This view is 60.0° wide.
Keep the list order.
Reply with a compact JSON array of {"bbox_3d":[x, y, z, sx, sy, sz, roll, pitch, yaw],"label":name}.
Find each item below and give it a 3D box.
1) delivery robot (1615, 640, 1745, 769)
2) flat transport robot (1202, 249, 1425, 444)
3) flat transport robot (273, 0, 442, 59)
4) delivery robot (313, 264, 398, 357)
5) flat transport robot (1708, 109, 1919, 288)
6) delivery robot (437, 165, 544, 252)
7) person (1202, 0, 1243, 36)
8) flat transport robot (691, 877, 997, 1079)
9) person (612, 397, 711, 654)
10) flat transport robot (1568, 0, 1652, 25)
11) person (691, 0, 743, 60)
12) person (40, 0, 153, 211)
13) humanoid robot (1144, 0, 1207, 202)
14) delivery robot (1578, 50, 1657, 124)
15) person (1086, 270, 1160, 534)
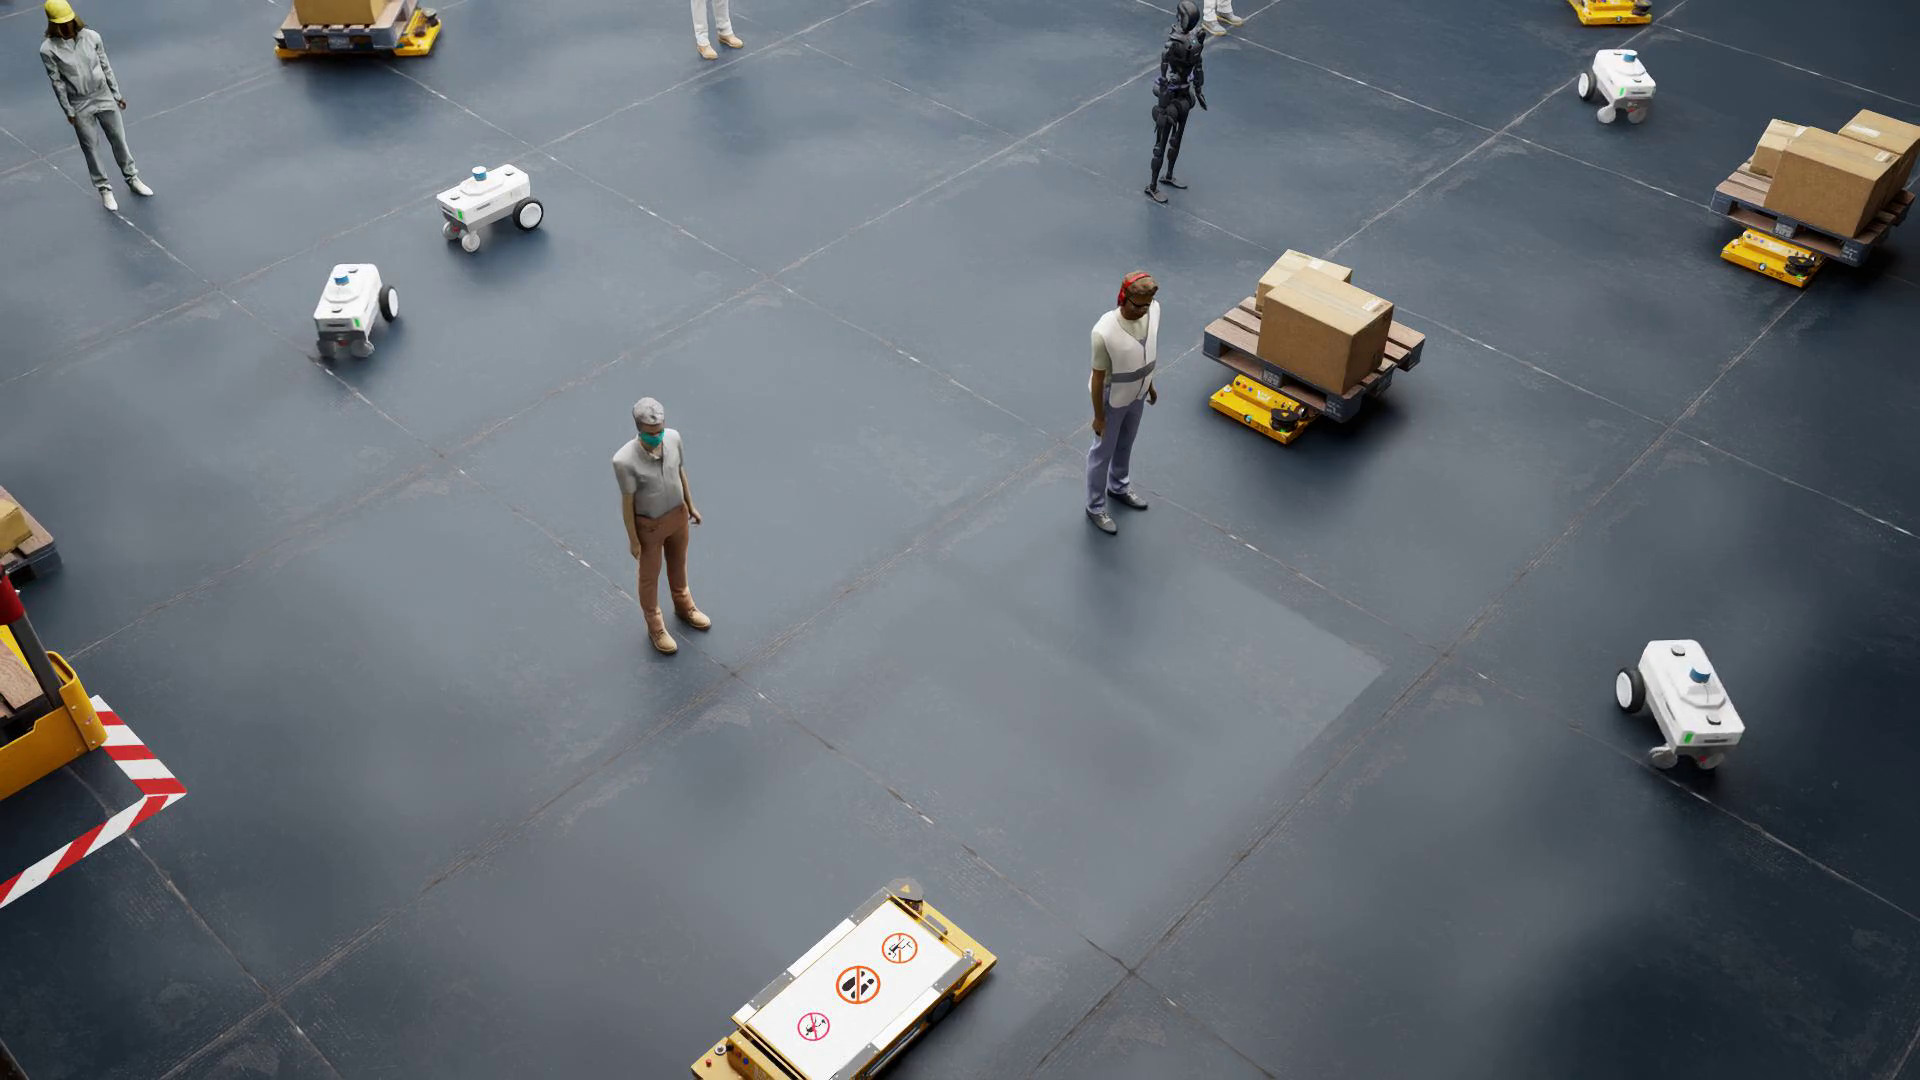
[{"bbox_3d":[4.048,0.900,9.318,0.523,0.603,0.774,-2,42,-2],"label":"delivery robot"},{"bbox_3d":[2.473,-1.204,11.864,0.659,0.231,1.431,32,51,30],"label":"flat transport robot"},{"bbox_3d":[-5.760,-4.857,15.925,1.431,0.231,0.659,-1,42,-1],"label":"flat transport robot"},{"bbox_3d":[-4.490,-1.719,12.229,0.523,0.603,0.774,-2,42,-2],"label":"delivery robot"},{"bbox_3d":[6.719,-2.492,13.295,0.659,0.231,1.431,32,51,30],"label":"flat transport robot"},{"bbox_3d":[-3.791,-2.710,13.303,0.499,0.566,0.739,32,51,30],"label":"delivery robot"},{"bbox_3d":[2.564,-5.746,15.706,0.354,1.883,0.572,32,51,31],"label":"person"},{"bbox_3d":[-0.540,2.262,8.012,0.659,0.231,1.431,32,51,30],"label":"flat transport robot"},{"bbox_3d":[-1.713,-0.105,9.545,0.320,1.738,0.482,32,51,31],"label":"person"},{"bbox_3d":[6.384,-5.572,16.719,0.659,0.231,1.431,-2,42,-2],"label":"flat transport robot"},{"bbox_3d":[-2.304,-5.393,15.350,0.430,1.837,0.620,32,51,31],"label":"person"},{"bbox_3d":[-6.944,-3.503,13.316,0.296,1.744,0.484,32,51,31],"label":"person"},{"bbox_3d":[1.760,-3.561,13.424,0.315,1.653,0.599,32,51,30],"label":"humanoid robot"},{"bbox_3d":[5.896,-4.090,14.864,0.523,0.603,0.774,-2,42,-2],"label":"delivery robot"},{"bbox_3d":[1.001,-0.891,10.344,0.389,1.837,0.563,32,51,31],"label":"person"}]
